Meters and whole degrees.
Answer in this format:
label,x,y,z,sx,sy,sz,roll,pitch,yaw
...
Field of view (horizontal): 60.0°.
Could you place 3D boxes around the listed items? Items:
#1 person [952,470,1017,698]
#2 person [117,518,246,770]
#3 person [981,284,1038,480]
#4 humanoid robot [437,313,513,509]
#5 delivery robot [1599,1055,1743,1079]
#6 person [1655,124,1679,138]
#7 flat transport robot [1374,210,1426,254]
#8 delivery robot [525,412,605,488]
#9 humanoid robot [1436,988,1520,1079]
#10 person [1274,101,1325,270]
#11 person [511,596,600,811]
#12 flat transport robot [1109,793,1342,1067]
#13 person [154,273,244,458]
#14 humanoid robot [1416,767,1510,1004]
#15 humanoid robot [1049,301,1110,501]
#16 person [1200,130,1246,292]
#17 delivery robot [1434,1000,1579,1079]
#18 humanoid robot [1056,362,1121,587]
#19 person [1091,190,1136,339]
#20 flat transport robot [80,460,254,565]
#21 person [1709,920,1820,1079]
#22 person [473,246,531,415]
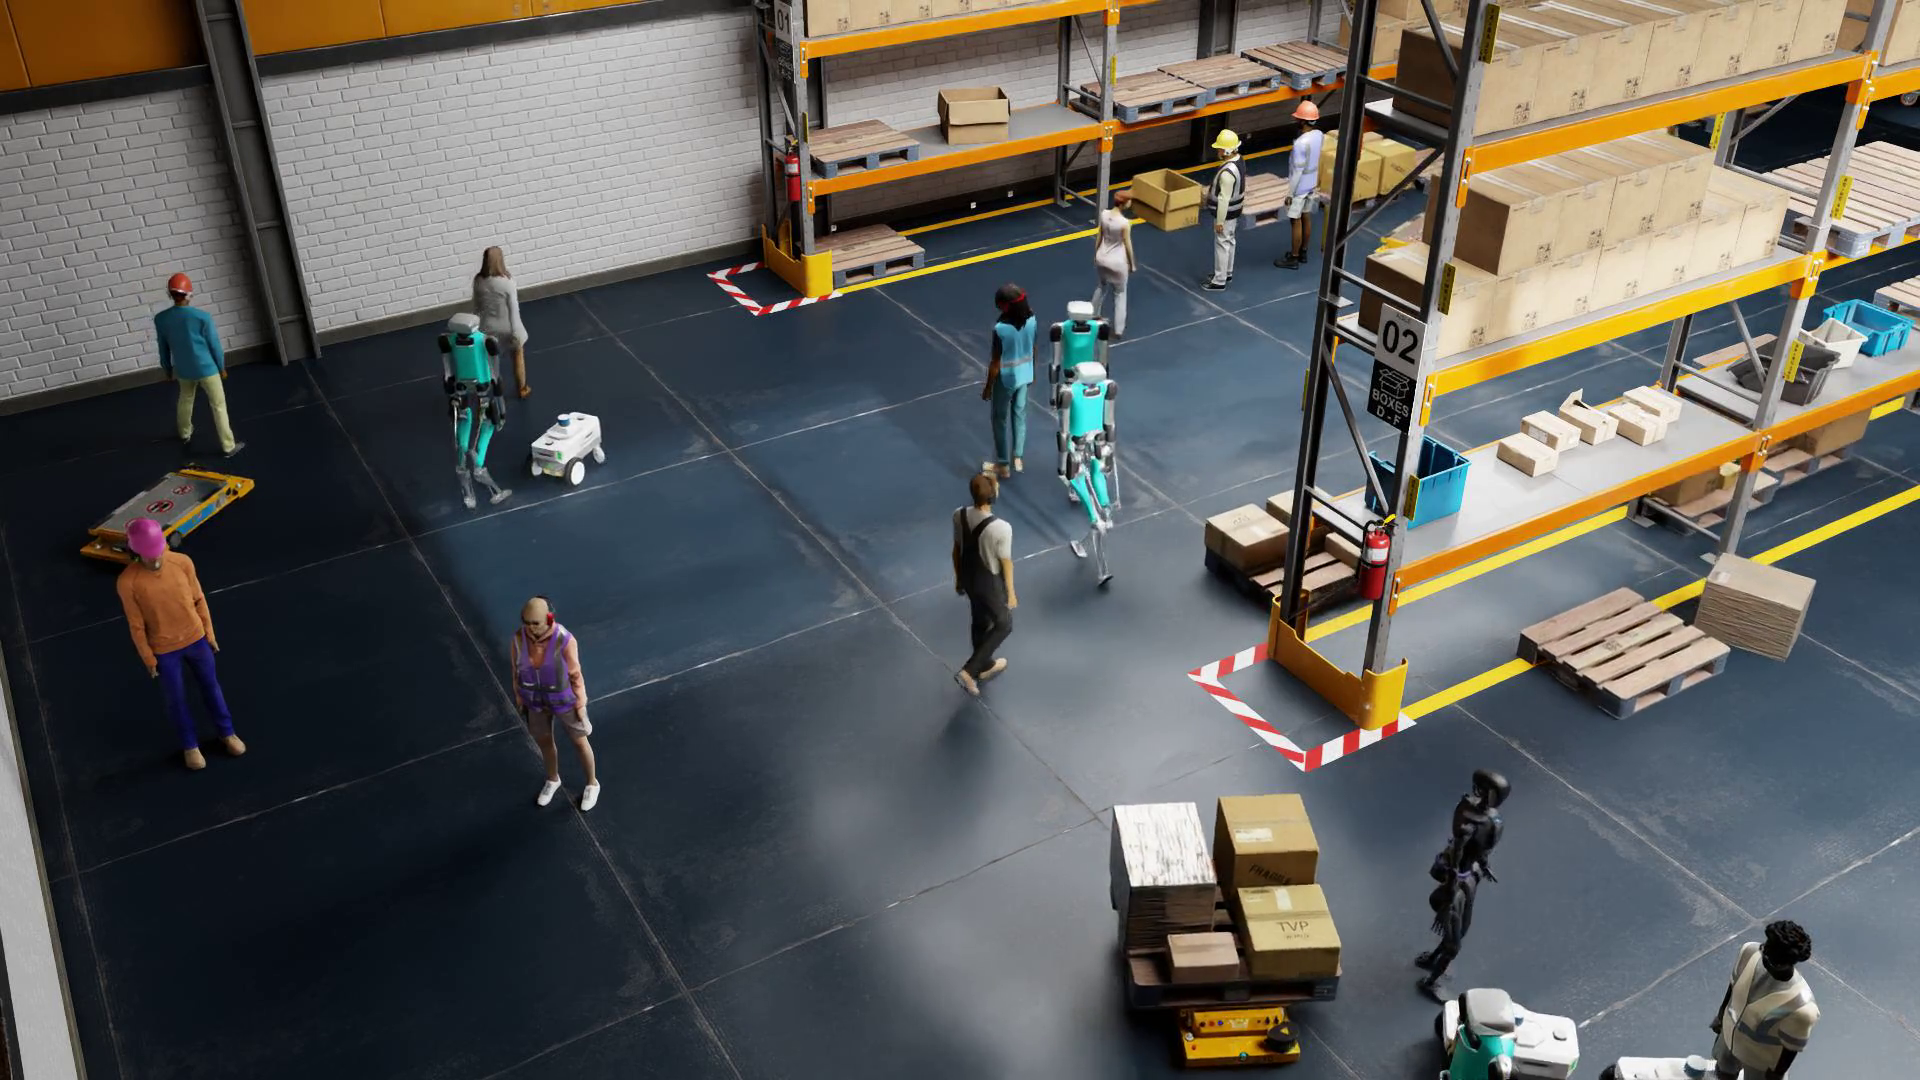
label,x,y,z,sx,sy,sz,roll,pitch,yaw
person,0.157,0.332,12.083,0.521,1.833,0.596,25,40,34
person,-5.356,0.697,11.374,0.510,1.975,0.406,-25,40,-34
person,0.454,-1.415,14.844,0.582,1.860,0.406,-24,39,-33
humanoid robot,-4.216,-1.019,14.301,0.535,1.763,0.756,3,32,5
delivery robot,3.909,3.017,8.985,0.759,0.575,0.499,1,32,2
person,8.918,-5.306,21.092,0.846,1.819,0.568,16,36,24
flat transport robot,5.562,-3.589,19.808,0.659,0.231,1.431,23,39,32
delivery robot,-3.593,-0.853,15.167,0.503,0.585,0.757,12,34,18
humanoid robot,2.252,2.882,8.086,0.665,1.771,0.540,-2,32,-3
person,3.872,-4.039,18.955,0.358,1.939,0.542,23,39,32
person,-2.695,1.079,11.030,0.484,1.686,0.354,5,32,7
flat transport robot,1.561,2.543,10.028,0.659,0.231,1.431,-2,32,-3
person,-7.088,-1.619,15.313,0.704,1.714,0.470,3,32,5
humanoid robot,2.905,1.963,9.637,0.315,1.649,0.609,23,39,32
humanoid robot,1.066,-1.162,14.562,0.531,1.744,0.969,-3,32,-5
person,2.932,-3.653,18.450,0.403,1.824,0.591,11,34,18
delivery robot,3.027,2.833,9.302,0.772,0.601,0.508,6,33,10
humanoid robot,1.158,-0.477,13.507,0.537,1.816,0.893,-14,35,-21
person,1.580,-2.933,17.474,0.356,1.627,0.560,-27,41,-36
flat transport robot,-6.882,-0.238,14.463,0.659,0.231,1.431,9,33,15
person,4.093,2.607,8.584,0.320,1.693,0.532,-8,33,-13
person,-4.460,-1.989,15.984,0.502,1.629,0.780,3,32,5
